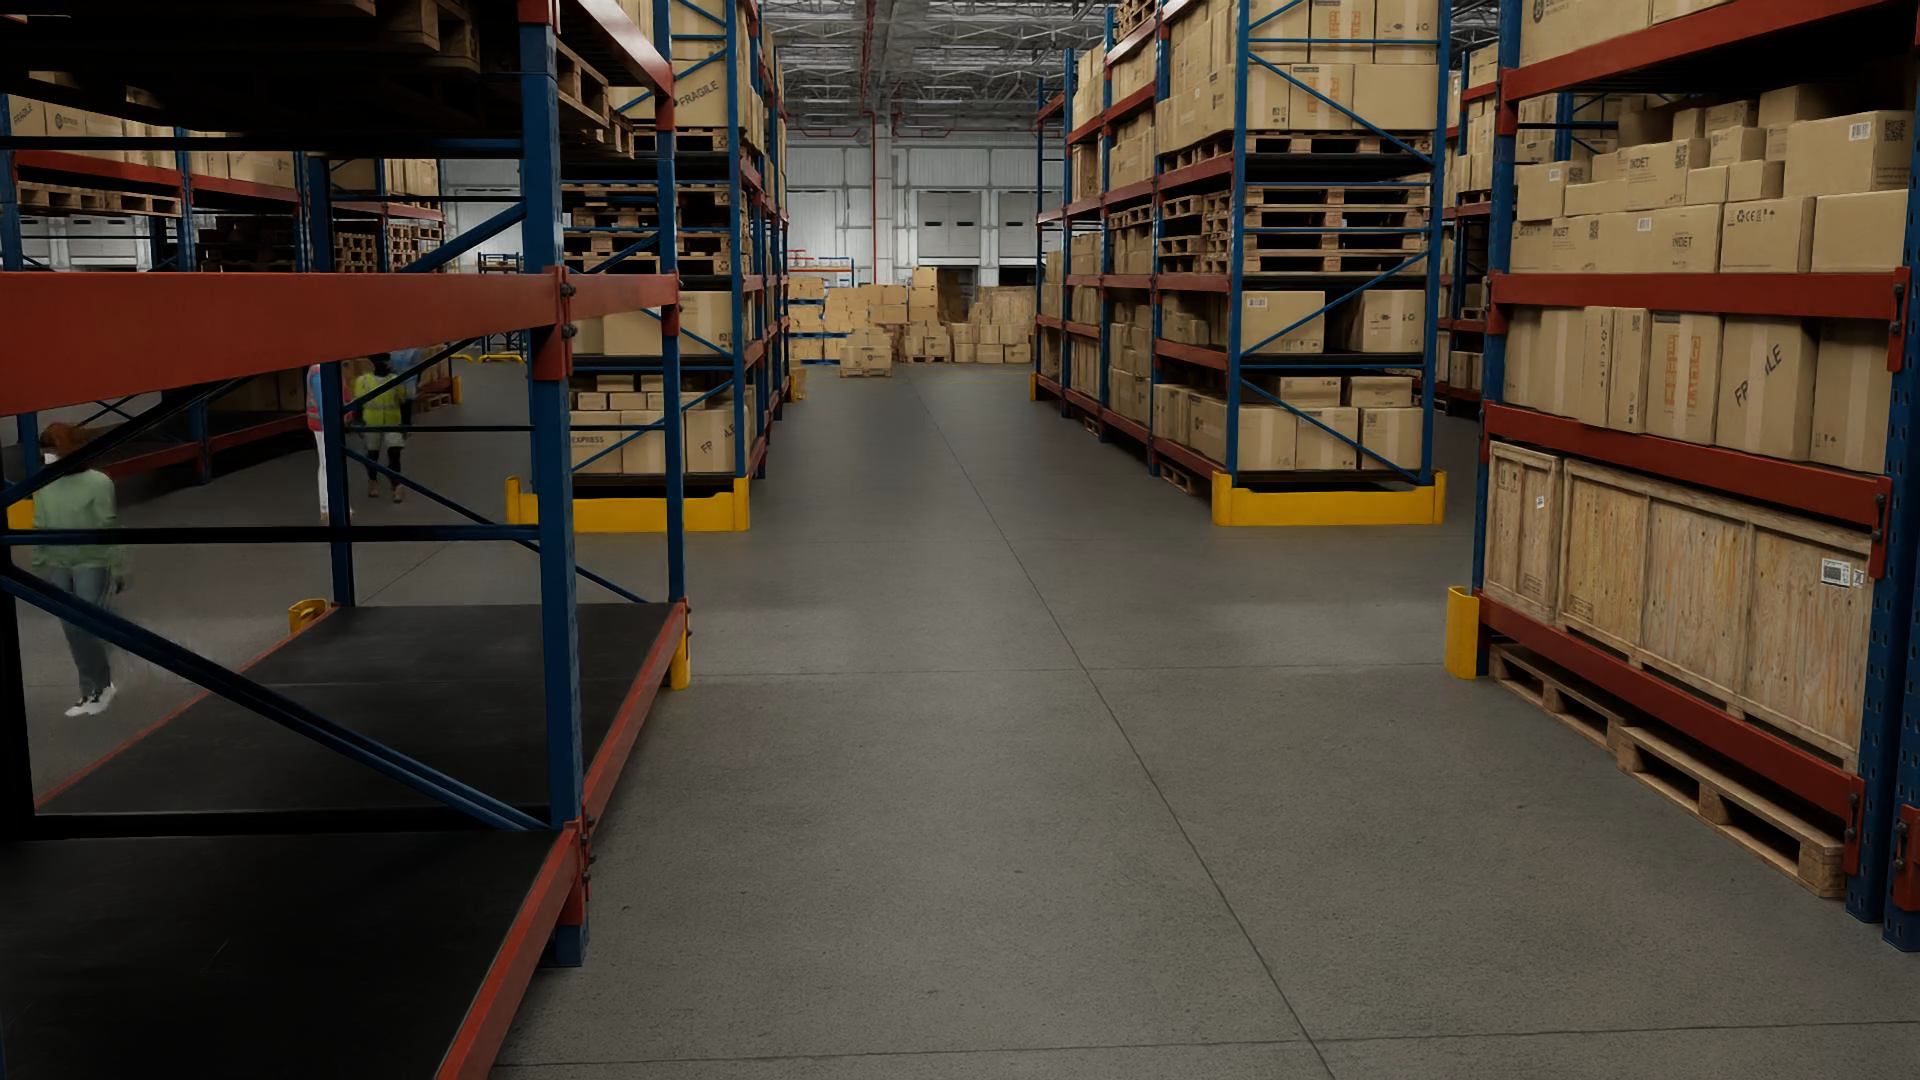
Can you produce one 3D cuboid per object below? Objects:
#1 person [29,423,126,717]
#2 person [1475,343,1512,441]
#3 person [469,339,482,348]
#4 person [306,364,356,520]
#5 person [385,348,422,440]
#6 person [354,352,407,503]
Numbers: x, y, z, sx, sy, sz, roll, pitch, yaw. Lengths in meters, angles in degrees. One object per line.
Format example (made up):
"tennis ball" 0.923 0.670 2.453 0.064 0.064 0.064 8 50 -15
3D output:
"person" -4.800 0.173 9.004 0.526 1.613 0.403 2 9 14
"person" 7.659 -2.156 23.664 0.521 1.607 0.796 -1 9 -9
"person" -15.972 -7.273 54.810 0.372 1.917 0.596 -8 12 -41
"person" -6.179 -1.099 16.338 0.430 1.833 0.634 -3 9 -16
"person" -8.229 -2.316 24.527 0.543 1.649 0.888 -1 9 -4
"person" -6.180 -1.246 17.758 0.543 1.660 0.856 -5 10 -28
